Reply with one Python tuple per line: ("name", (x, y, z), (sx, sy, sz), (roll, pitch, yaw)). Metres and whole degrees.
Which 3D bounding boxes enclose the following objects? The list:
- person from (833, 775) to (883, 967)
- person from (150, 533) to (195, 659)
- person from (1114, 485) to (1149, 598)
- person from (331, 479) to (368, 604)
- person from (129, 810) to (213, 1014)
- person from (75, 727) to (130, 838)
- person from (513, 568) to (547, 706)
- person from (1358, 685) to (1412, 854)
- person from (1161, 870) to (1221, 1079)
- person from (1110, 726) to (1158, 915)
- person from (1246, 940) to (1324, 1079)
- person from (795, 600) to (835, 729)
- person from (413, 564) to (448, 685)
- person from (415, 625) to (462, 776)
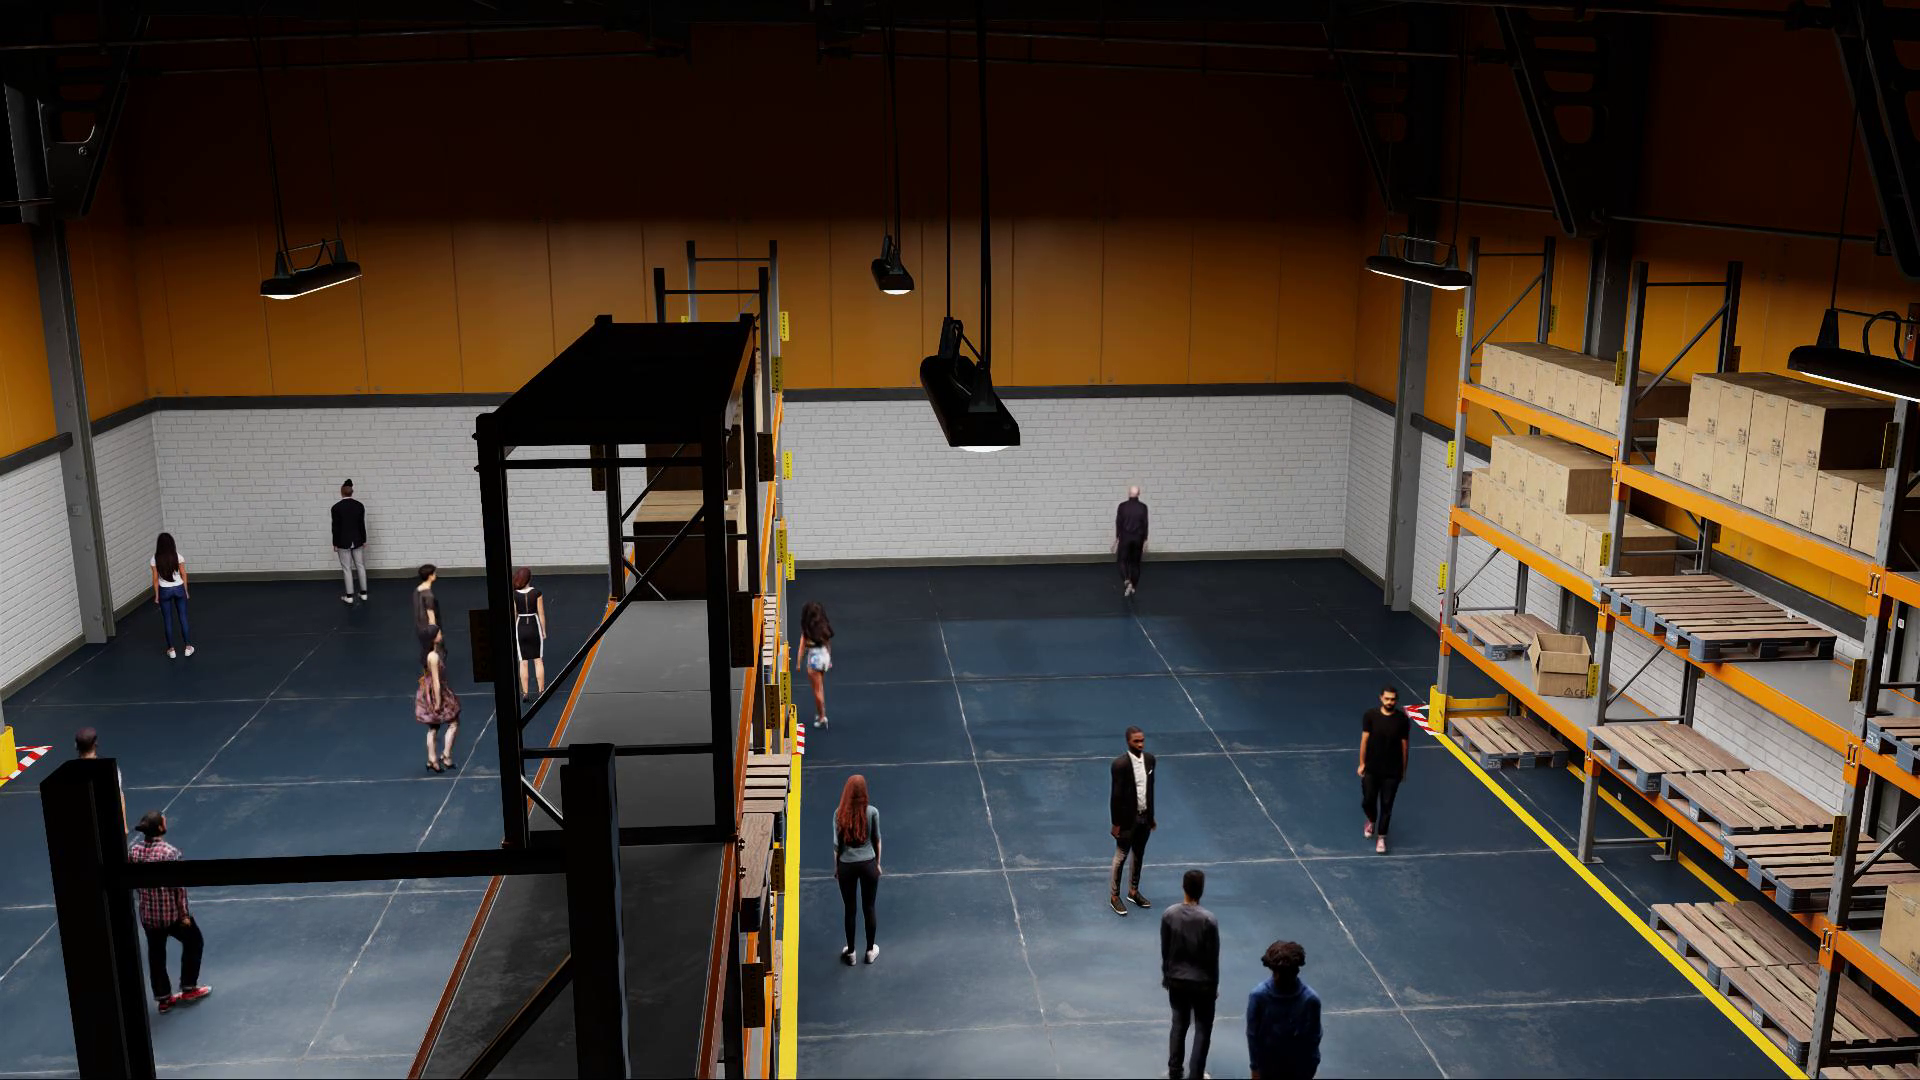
("person", (-0.896, 2.889, 14.597), (0.563, 1.743, 0.523), (-1, 14, -5))
("person", (-11.039, 0.766, 23.298), (0.658, 1.775, 0.624), (-6, 15, -24))
("person", (2.695, 0.052, 26.144), (0.724, 1.822, 0.977), (0, 14, 0))
("person", (-9.567, -0.003, 26.097), (0.821, 1.951, 0.781), (13, 19, 43))
("person", (-6.621, 3.094, 13.736), (0.816, 1.751, 0.822), (3, 14, 13))
("person", (-8.019, 2.661, 15.441), (0.914, 1.789, 1.081), (-7, 15, -26))
("person", (-5.536, 1.227, 21.352), (0.610, 1.795, 0.527), (-3, 14, -12))
("person", (4.327, 2.298, 17.022), (0.776, 1.751, 0.849), (4, 14, 15))
("person", (1.754, 3.365, 12.617), (0.721, 1.750, 0.747), (7, 15, 28))
("person", (1.622, 2.608, 15.637), (0.741, 1.799, 0.717), (-9, 16, -32))
("person", (2.243, 3.599, 11.637), (0.929, 1.757, 1.284), (3, 14, 11))
("person", (-1.695, 1.550, 20.415), (0.777, 1.607, 0.717), (10, 17, 36))
("person", (-7.029, 1.169, 21.783), (0.760, 1.705, 0.823), (13, 18, 42))
("person", (-6.046, 1.834, 18.910), (0.853, 1.764, 0.801), (-10, 17, -35))
